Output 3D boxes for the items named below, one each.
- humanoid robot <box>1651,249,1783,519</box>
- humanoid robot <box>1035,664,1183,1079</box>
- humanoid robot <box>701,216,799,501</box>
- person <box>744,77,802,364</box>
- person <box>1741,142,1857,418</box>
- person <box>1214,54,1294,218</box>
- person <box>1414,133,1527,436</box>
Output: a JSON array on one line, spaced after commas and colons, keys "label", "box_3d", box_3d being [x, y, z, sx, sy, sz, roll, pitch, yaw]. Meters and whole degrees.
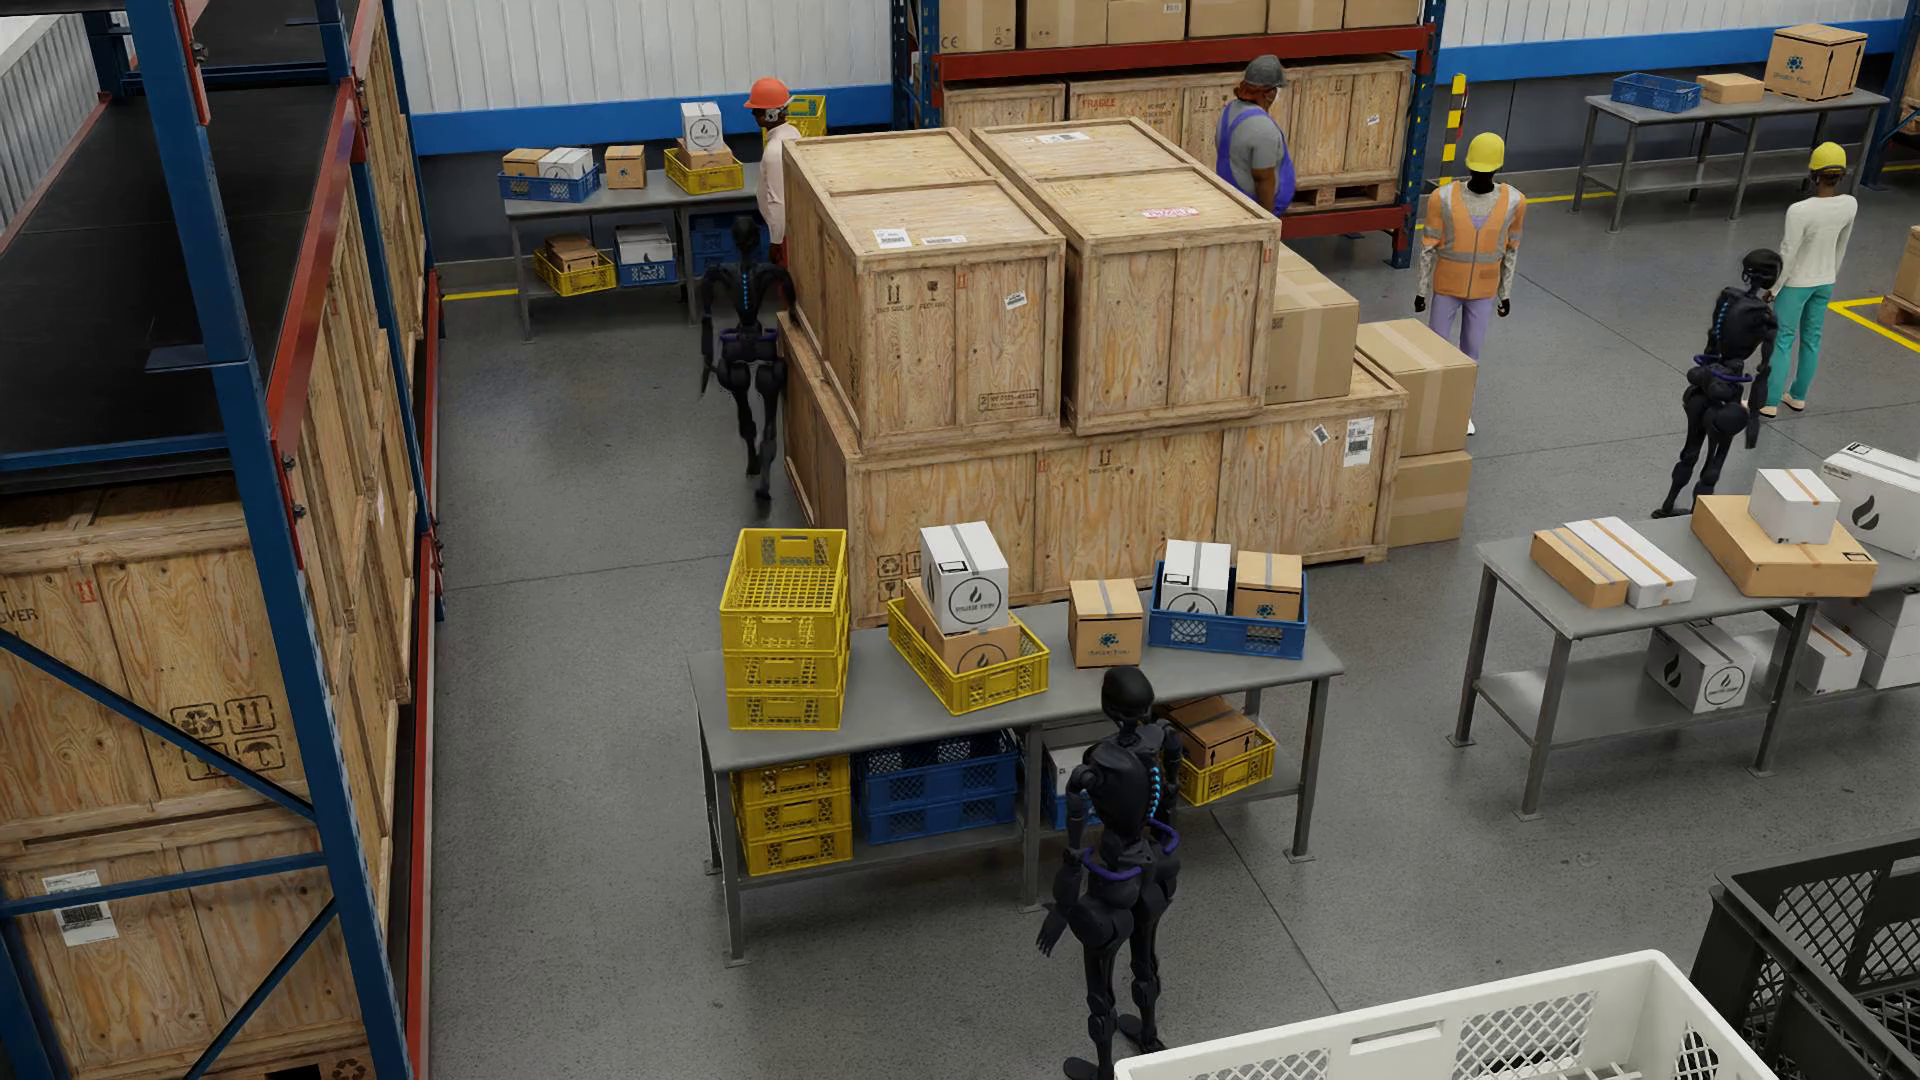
[{"label": "humanoid robot", "box_3d": [4.169, -0.794, 9.095, 0.342, 1.647, 0.576, -5, 29, -9]}, {"label": "humanoid robot", "box_3d": [0.531, 1.142, 5.571, 0.612, 1.656, 0.319, -24, 37, -37]}, {"label": "humanoid robot", "box_3d": [-1.198, -1.035, 9.567, 0.593, 1.635, 0.702, 1, 29, 1]}, {"label": "person", "box_3d": [-1.198, -2.103, 11.162, 0.412, 1.985, 0.609, 2, 29, 3]}, {"label": "person", "box_3d": [5.321, -1.630, 10.525, 0.524, 1.765, 0.327, -10, 30, -17]}, {"label": "person", "box_3d": [2.042, -2.353, 11.553, 0.535, 2.000, 0.695, -7, 30, -13]}, {"label": "person", "box_3d": [3.107, -1.556, 10.225, 0.592, 1.922, 0.375, 3, 29, 6]}]
